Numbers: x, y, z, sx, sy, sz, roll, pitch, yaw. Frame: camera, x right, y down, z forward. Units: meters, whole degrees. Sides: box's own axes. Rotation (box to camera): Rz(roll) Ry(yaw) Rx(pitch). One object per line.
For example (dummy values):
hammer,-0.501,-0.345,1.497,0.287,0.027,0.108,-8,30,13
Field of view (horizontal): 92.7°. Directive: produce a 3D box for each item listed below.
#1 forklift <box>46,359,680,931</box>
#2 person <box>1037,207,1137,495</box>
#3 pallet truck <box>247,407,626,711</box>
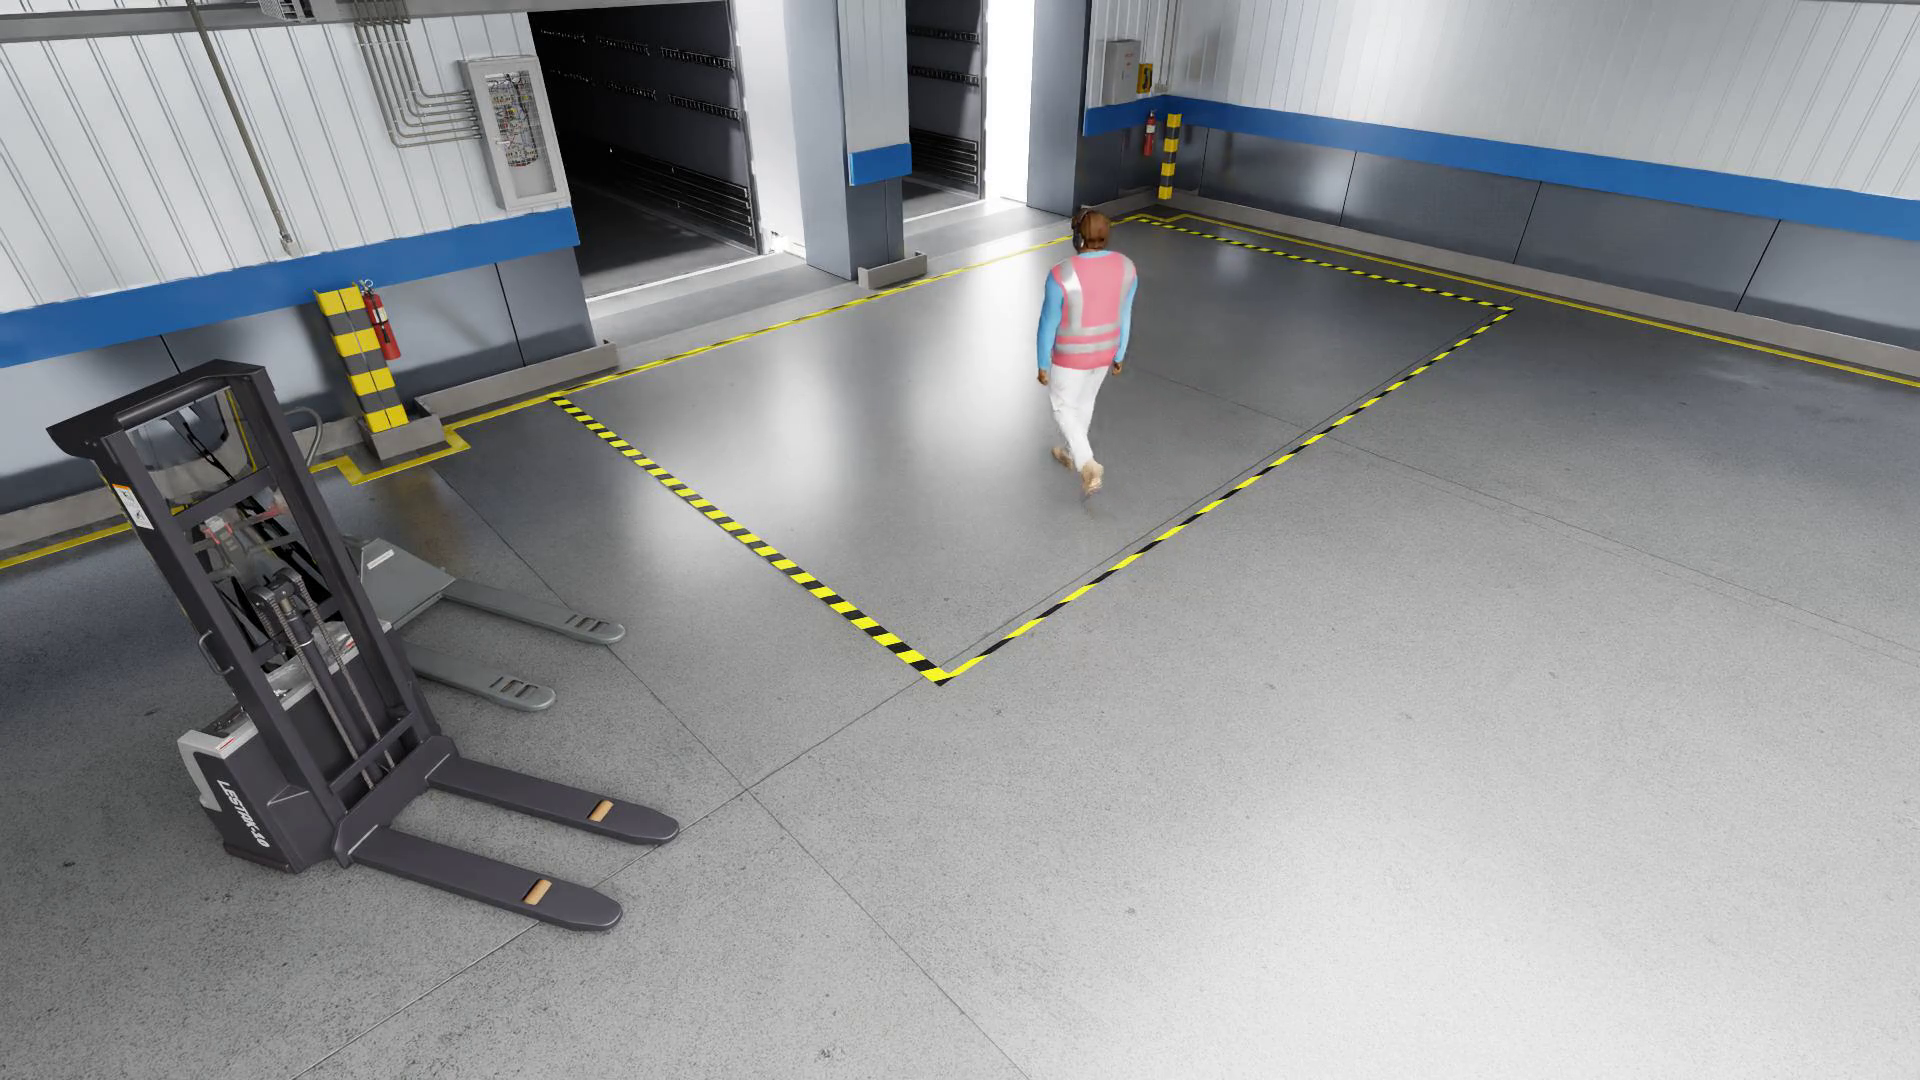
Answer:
forklift,-2.135,0.422,3.354,1.885,1.965,0.823,10,35,14
person,0.805,-1.151,5.838,0.631,1.813,0.829,-14,37,-19
pallet truck,-2.628,0.038,4.590,1.601,1.201,0.680,12,36,18
